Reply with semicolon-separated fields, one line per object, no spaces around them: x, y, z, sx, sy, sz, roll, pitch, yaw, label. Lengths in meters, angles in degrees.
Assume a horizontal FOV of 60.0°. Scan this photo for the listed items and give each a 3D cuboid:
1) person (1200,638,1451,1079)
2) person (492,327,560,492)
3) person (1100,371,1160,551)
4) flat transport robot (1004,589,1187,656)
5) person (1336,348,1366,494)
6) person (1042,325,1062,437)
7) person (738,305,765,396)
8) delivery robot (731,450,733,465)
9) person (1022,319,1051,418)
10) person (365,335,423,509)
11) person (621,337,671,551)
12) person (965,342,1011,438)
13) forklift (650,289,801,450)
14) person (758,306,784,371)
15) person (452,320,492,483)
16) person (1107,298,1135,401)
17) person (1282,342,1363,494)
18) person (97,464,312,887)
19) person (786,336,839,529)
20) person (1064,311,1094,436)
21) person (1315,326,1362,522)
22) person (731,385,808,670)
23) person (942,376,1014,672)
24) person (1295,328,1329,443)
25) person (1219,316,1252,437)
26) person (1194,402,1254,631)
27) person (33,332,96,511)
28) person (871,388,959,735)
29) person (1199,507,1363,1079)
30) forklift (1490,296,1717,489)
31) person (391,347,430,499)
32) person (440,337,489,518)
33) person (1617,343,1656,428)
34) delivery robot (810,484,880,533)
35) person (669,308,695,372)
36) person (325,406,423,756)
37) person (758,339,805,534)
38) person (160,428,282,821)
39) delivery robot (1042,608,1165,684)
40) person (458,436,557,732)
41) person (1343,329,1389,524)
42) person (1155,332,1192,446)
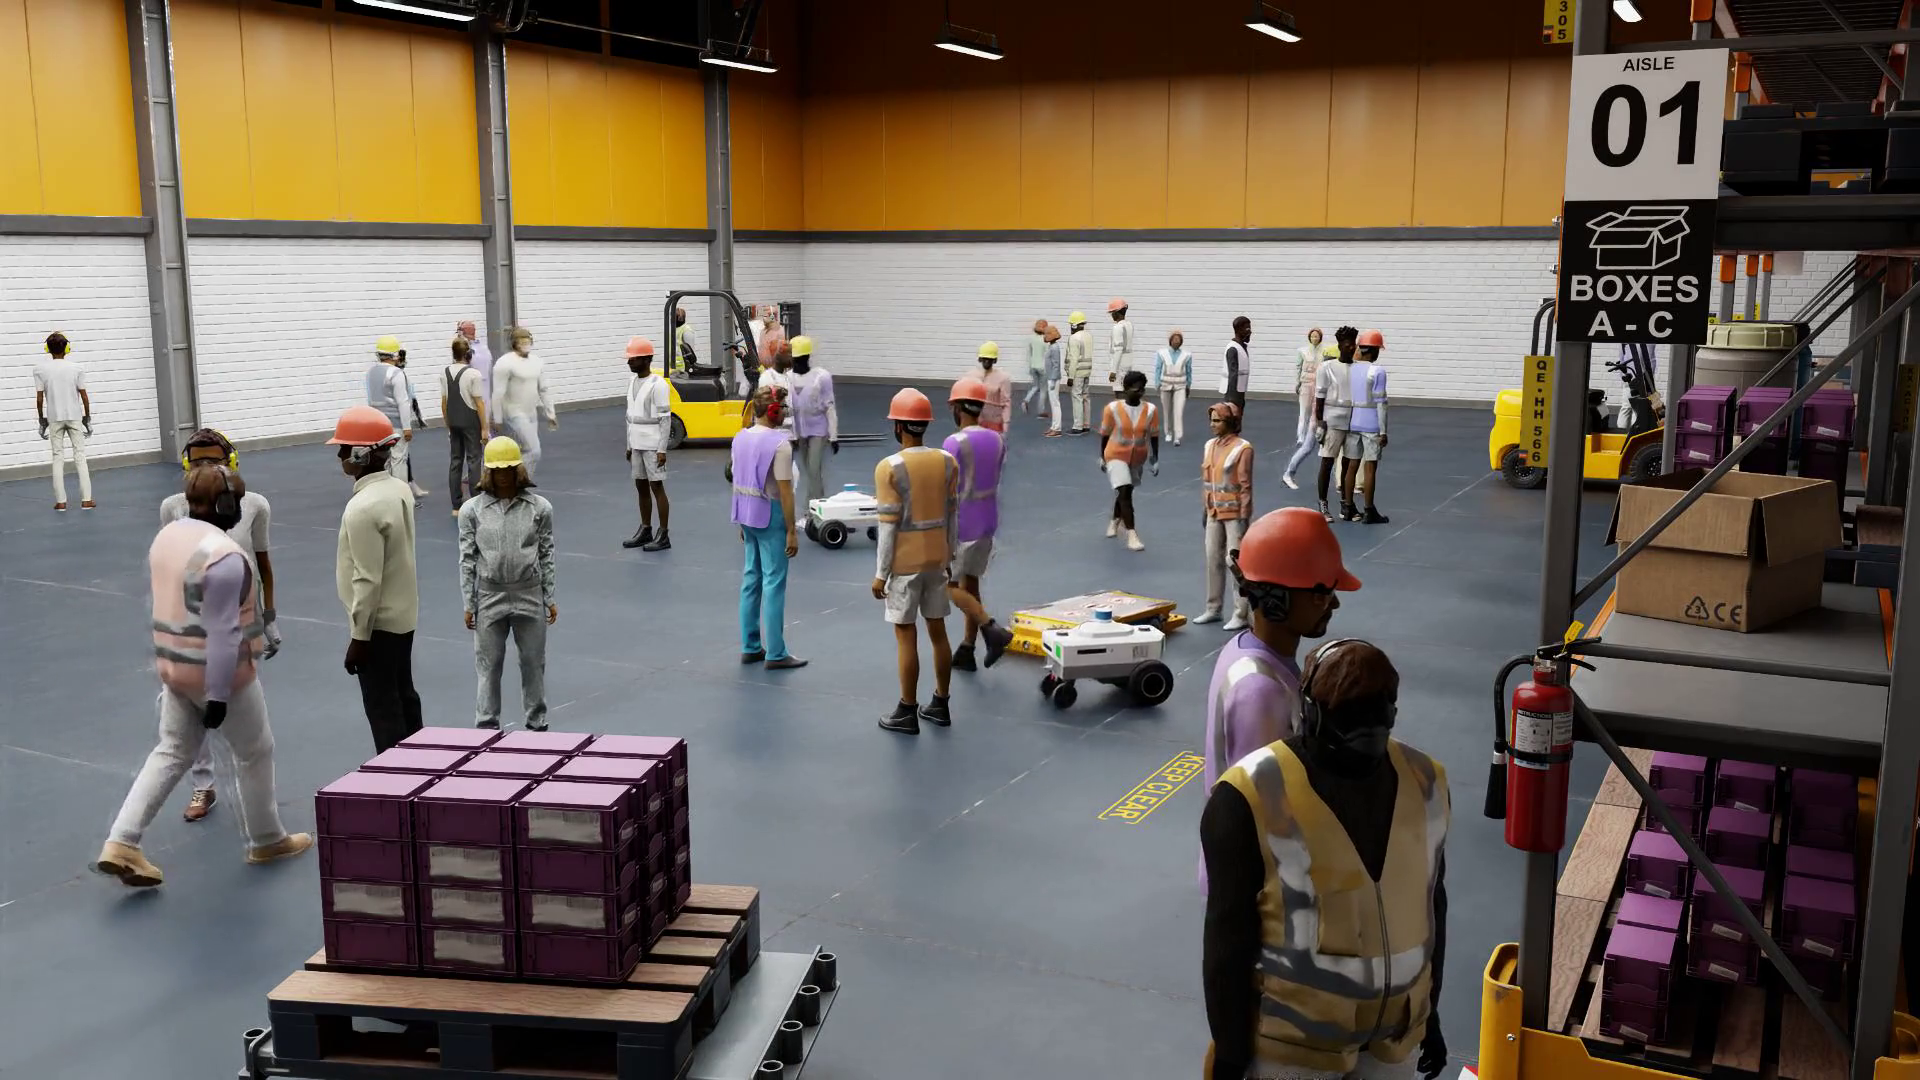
0.854;1.121;3.814;0.627;1.843;0.429;-3;10;-18;person
-4.538;-1.272;17.466;0.563;1.912;0.603;3;10;15;person
1.533;-0.762;15.346;0.536;1.633;0.921;-3;10;-16;person
0.909;0.569;11.556;0.652;0.197;1.431;9;13;41;flat transport robot
4.415;-1.329;18.602;0.507;1.632;0.267;8;12;38;person
1.353;-2.333;24.418;0.284;1.631;0.502;0;10;-1;person
-3.447;-2.993;27.704;0.590;1.825;1.031;-9;13;-41;person
-2.371;-1.008;19.571;0.477;0.478;0.707;5;10;28;delivery robot
1.264;-2.780;27.028;0.442;1.624;0.499;-9;13;-41;person
-5.935;-1.227;17.421;0.594;1.837;0.404;7;12;35;person
-2.853;-0.863;15.025;0.551;1.934;0.373;9;13;42;person
0.283;-1.264;17.927;0.537;1.722;0.787;2;10;12;person
-3.358;-2.392;23.136;2.313;2.155;1.214;-1;10;-5;forklift
-2.776;-2.494;24.573;0.400;1.905;0.643;-9;13;-42;person
-5.736;-1.616;19.482;0.401;1.904;0.648;3;10;14;person
2.327;-2.531;24.409;0.391;2.034;0.605;4;11;23;person
4.068;-1.385;18.732;0.534;1.703;0.965;-9;13;-41;person
-3.276;0.581;7.090;0.631;1.815;0.798;7;12;35;person
-1.515;-1.035;16.216;0.614;1.880;0.782;7;12;36;person
1.741;-2.455;24.547;0.403;1.831;0.596;6;12;32;person
3.833;-1.161;16.664;0.603;1.967;0.366;-3;10;-17;person
-1.268;-0.081;10.772;0.374;1.840;0.571;-9;13;-42;person
0.119;-0.076;10.574;0.588;1.909;0.551;8;13;38;person
4.993;-2.175;23.481;0.523;1.639;0.309;1;10;6;person
3.379;-1.783;20.406;0.379;1.917;0.591;3;10;19;person
1.906;-0.169;11.904;0.319;1.631;0.520;-6;11;-30;person
-9.348;-1.235;17.375;0.509;1.872;0.328;-5;11;-25;person
-0.264;0.120;9.332;0.542;1.939;0.366;-8;12;-38;person
0.828;0.921;4.394;0.392;2.040;0.615;1;10;8;person
7.296;-1.677;18.993;2.313;2.155;1.214;5;11;27;forklift
-6.079;-1.280;18.209;0.751;1.658;0.530;2;10;13;person
-5.000;-1.129;16.837;0.506;1.844;0.345;4;11;21;person
9.088;-2.123;22.327;0.376;1.937;0.629;-3;10;-16;person
-1.011;-0.271;15.325;0.707;0.478;0.477;-4;11;-21;delivery robot
-4.343;-2.668;25.752;0.429;1.841;0.633;-7;12;-34;person
-2.689;0.375;7.690;0.376;1.995;0.612;0;10;-2;person
-1.648;-0.979;15.887;0.589;1.865;0.615;2;10;12;person
-3.522;0.396;7.935;0.521;1.872;0.327;-4;10;-20;person
0.857;0.652;9.979;0.707;0.478;0.477;-2;10;-13;delivery robot
-2.357;0.324;8.716;0.493;1.742;0.295;-4;11;-21;person
4.053;-1.130;16.571;0.356;1.938;0.544;-7;12;-34;person
3.009;-2.148;23.467;0.515;1.591;0.882;2;10;9;person
